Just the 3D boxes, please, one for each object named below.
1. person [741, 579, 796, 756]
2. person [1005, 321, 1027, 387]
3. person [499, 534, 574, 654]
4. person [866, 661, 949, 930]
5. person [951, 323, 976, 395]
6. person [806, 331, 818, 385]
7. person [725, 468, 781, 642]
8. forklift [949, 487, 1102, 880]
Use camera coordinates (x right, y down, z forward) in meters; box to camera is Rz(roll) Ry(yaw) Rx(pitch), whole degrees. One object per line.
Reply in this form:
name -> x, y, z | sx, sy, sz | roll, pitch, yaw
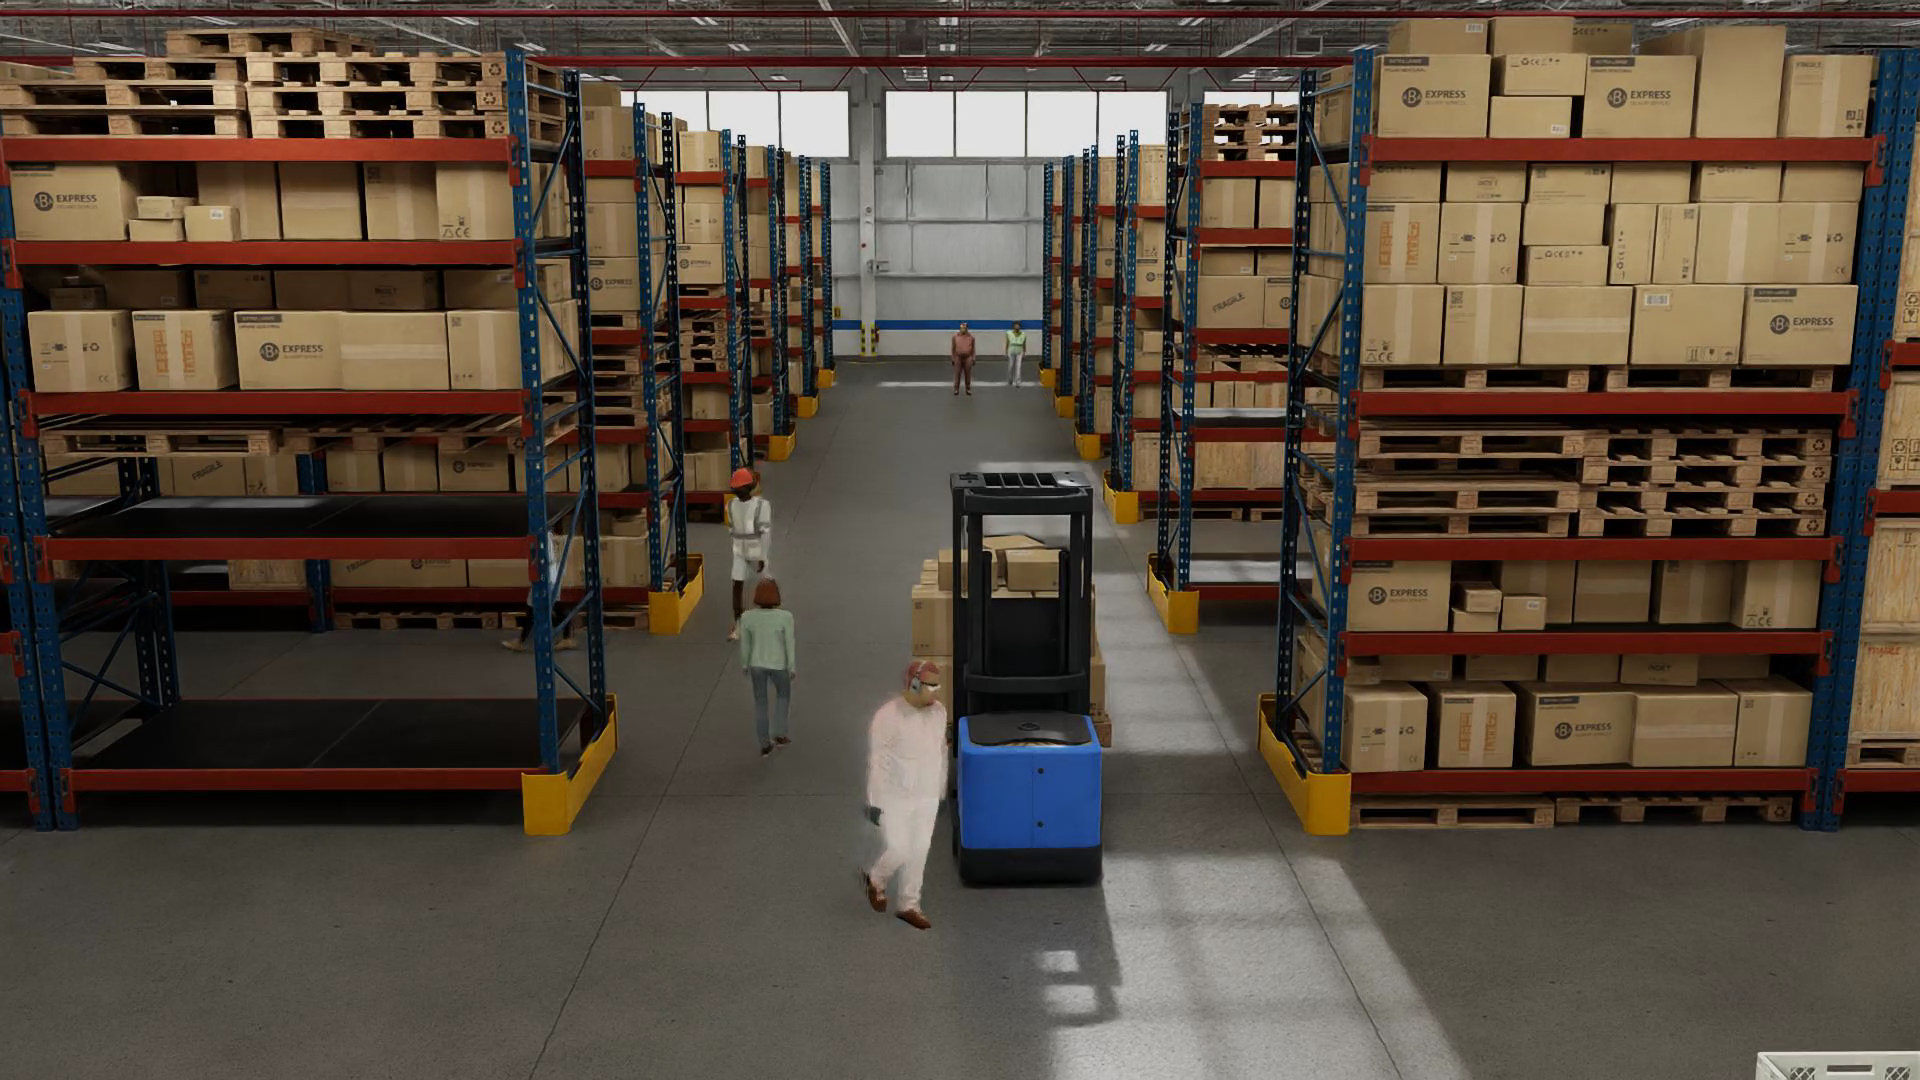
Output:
person -> -1.732, 1.138, 15.179 | 0.521, 1.613, 0.559 | 1, 11, 6
person -> 1.532, -5.131, 45.766 | 0.587, 1.823, 0.736 | 0, 11, -2
person -> -4.724, 0.448, 18.505 | 0.844, 1.651, 0.548 | 0, 11, -2
person -> -0.362, 1.749, 11.507 | 0.678, 1.885, 0.492 | -9, 15, -38
person -> 0.096, -4.751, 43.681 | 0.642, 1.905, 0.399 | -1, 11, -3
person -> -4.012, -4.756, 44.260 | 0.493, 1.683, 0.540 | -9, 14, -36
person -> -2.416, 0.121, 19.354 | 0.607, 1.996, 1.043 | 4, 12, 17
forklift -> 0.495, 0.986, 12.813 | 1.129, 2.768, 1.873 | 0, 11, -2
